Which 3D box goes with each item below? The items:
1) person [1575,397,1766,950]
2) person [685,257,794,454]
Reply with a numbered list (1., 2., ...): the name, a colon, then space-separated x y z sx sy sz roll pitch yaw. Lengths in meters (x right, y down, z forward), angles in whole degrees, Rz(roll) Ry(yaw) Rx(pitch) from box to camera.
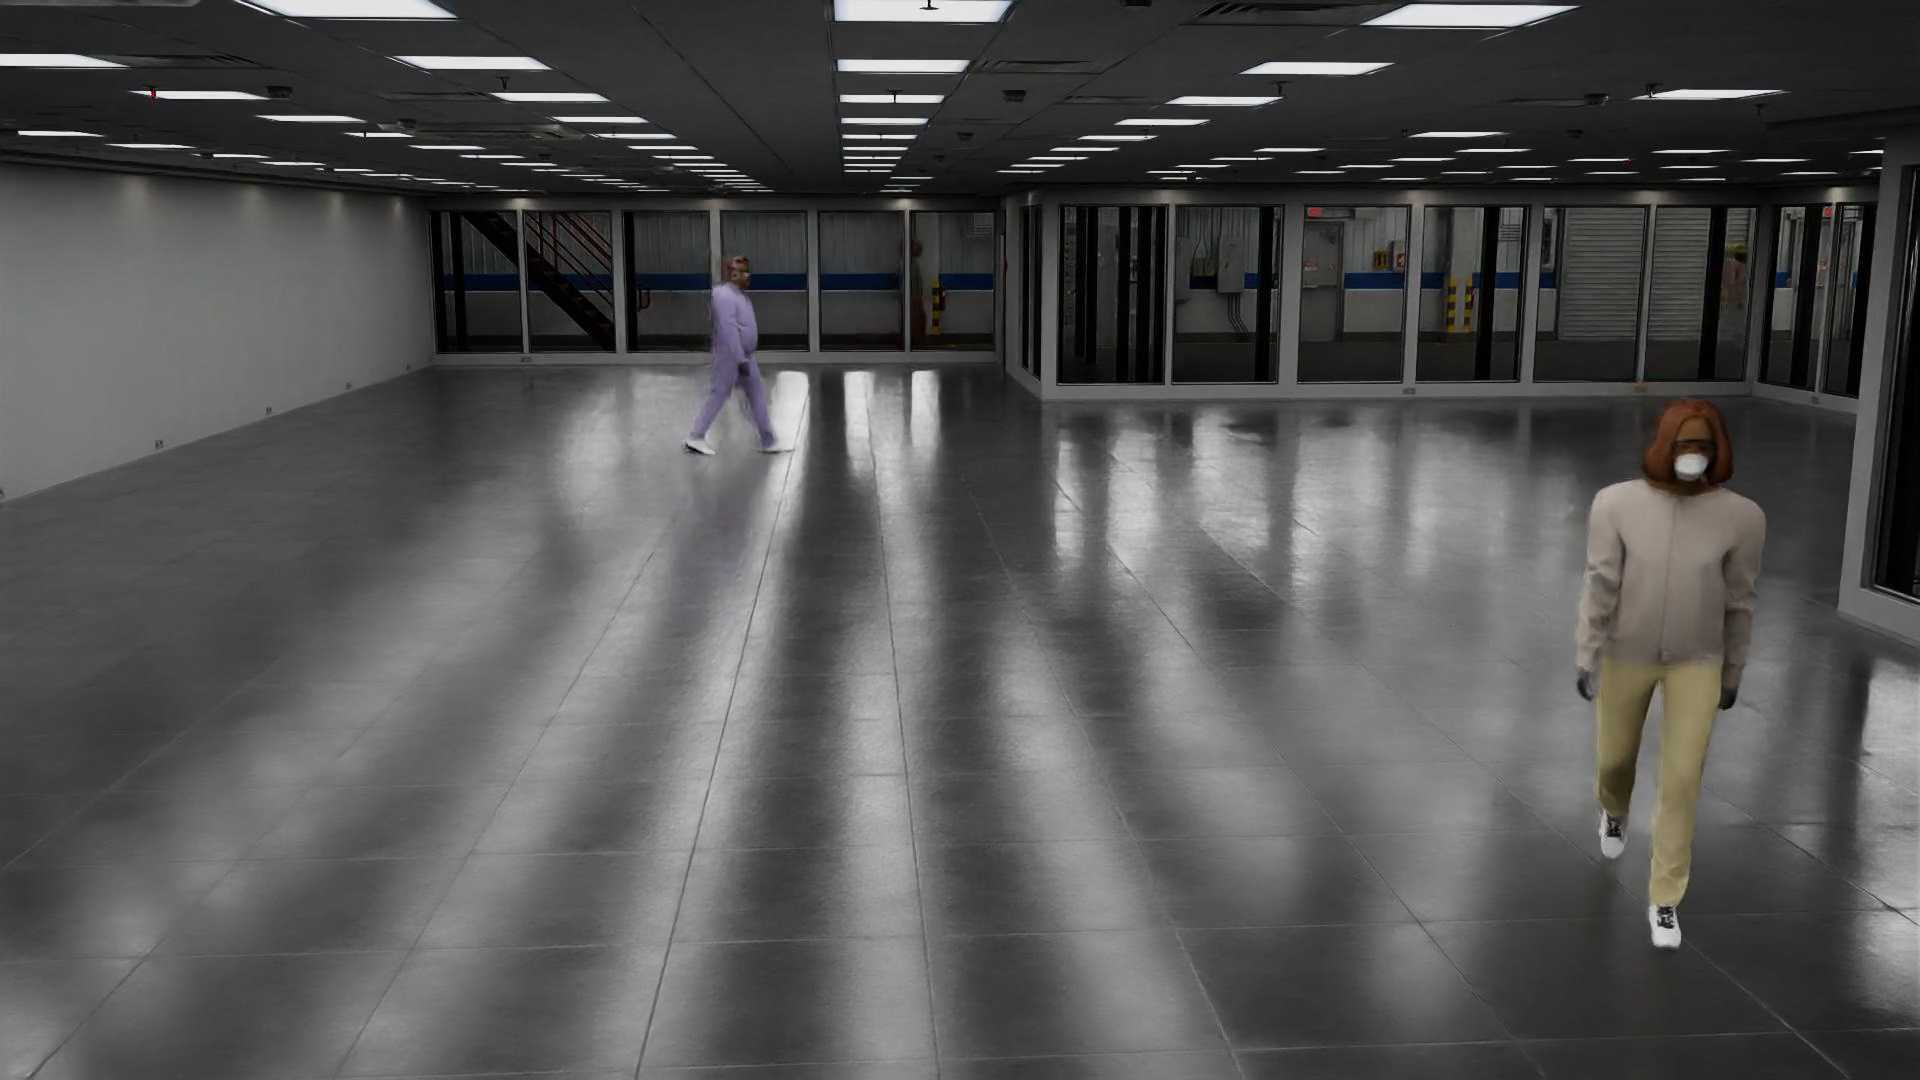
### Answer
1. person: 2.146 0.352 5.078 0.500 1.610 0.715 4 11 21
2. person: -2.125 -1.713 15.581 1.000 1.863 0.643 2 11 13
